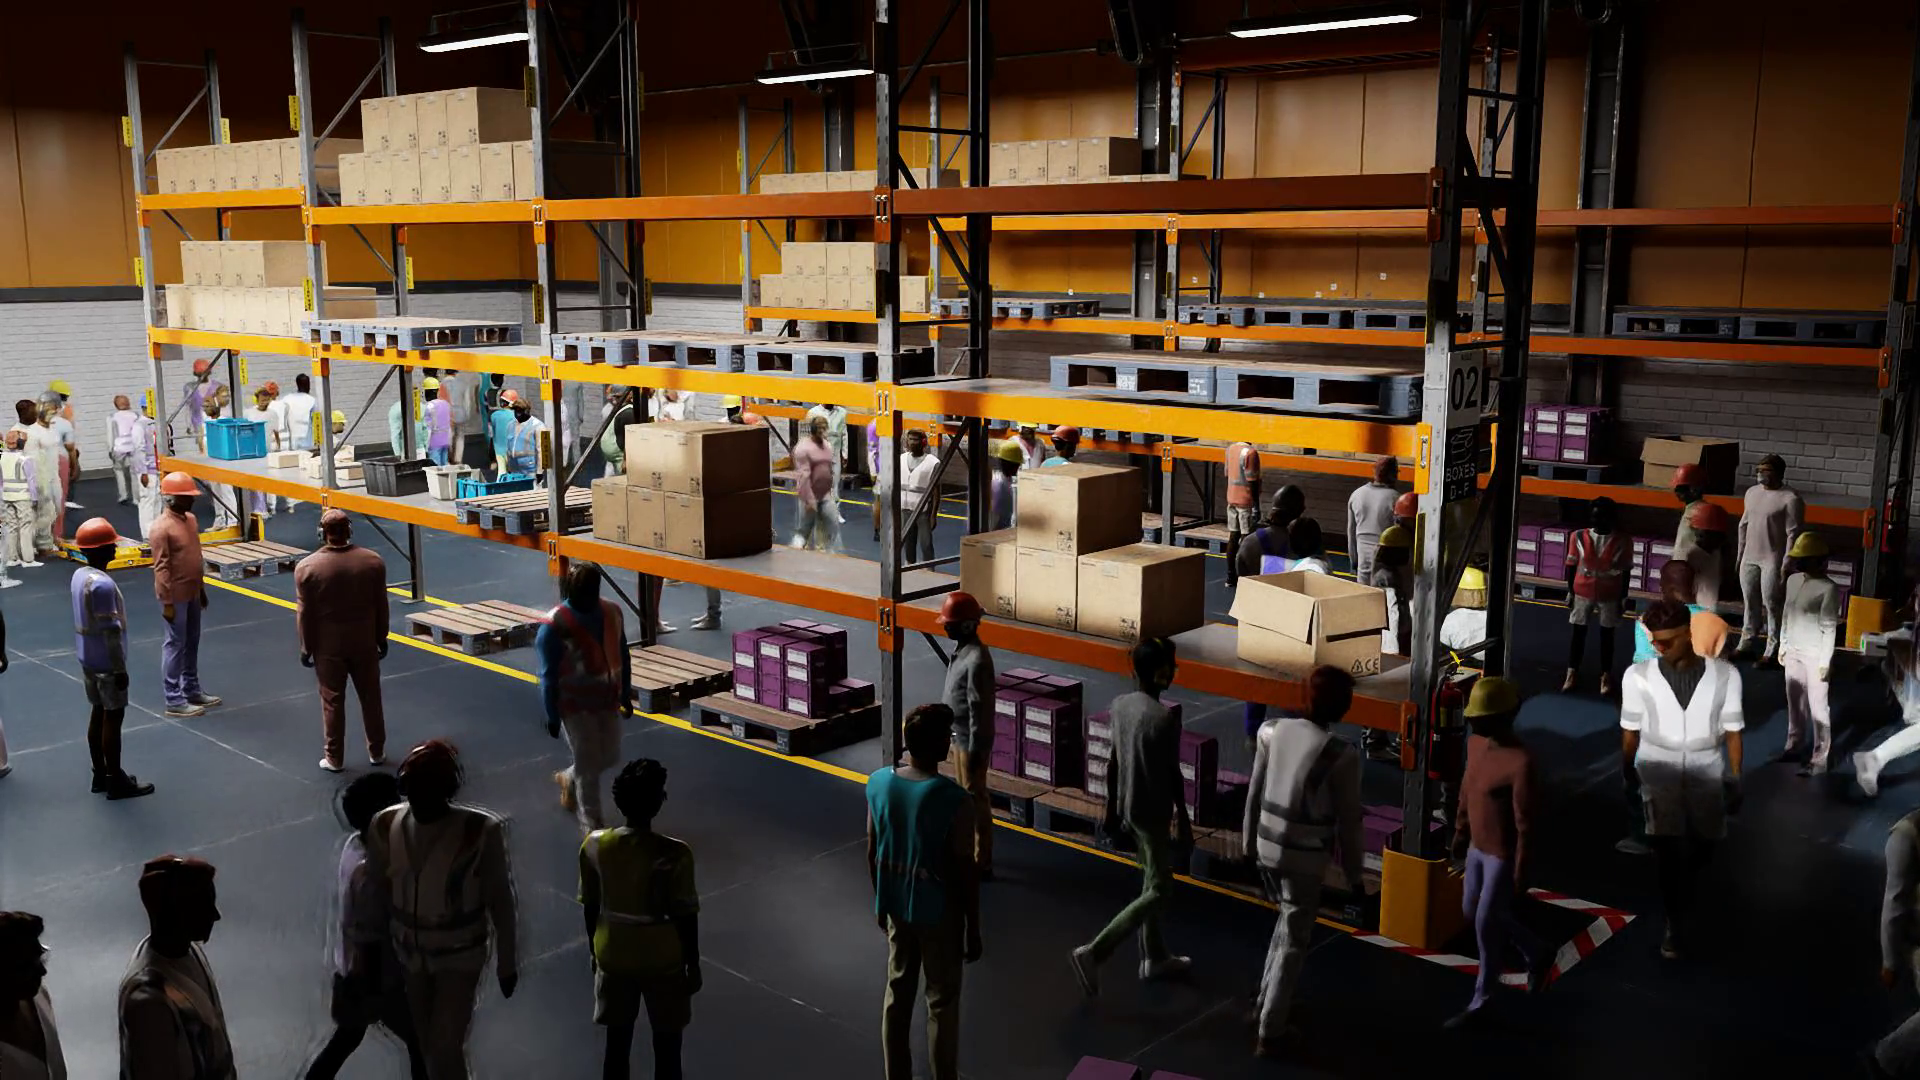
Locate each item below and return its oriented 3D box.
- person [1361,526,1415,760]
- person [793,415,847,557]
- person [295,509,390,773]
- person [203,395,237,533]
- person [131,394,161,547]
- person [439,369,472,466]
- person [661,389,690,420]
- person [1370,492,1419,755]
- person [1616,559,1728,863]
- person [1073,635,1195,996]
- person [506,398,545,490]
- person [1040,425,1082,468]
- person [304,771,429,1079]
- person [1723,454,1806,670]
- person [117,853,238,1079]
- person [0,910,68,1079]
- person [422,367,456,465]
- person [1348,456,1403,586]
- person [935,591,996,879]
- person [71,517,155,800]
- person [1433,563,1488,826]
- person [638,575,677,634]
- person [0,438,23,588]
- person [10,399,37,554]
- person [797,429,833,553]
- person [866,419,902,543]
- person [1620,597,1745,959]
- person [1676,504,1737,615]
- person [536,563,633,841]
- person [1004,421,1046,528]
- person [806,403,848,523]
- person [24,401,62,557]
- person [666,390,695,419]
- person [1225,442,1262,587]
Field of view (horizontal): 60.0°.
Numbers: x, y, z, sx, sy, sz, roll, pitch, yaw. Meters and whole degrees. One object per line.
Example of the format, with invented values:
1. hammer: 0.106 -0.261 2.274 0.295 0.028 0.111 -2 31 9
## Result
1. person: 3.170 0.755 12.299 0.321 1.738 0.487 1 10 5
2. person: -1.539 -0.446 18.619 0.940 1.890 0.640 9 13 40
3. person: -4.442 0.720 11.992 0.640 1.911 0.410 -6 12 -32
4. person: -9.716 -0.980 21.781 0.513 1.845 0.334 6 12 30
5. person: -10.184 -0.887 20.974 0.402 1.943 0.608 0 10 -2
6. person: -8.389 -2.009 27.454 0.661 1.894 0.808 -4 11 -20
7. person: -4.390 -1.553 25.662 0.550 1.615 0.366 -6 12 -30
8. person: 3.302 0.619 12.357 0.616 1.986 0.407 -6 12 -31
9. person: 4.326 1.059 10.152 0.618 1.877 0.615 -1 10 -5
10. person: 0.900 1.392 8.378 0.746 1.840 0.517 -5 11 -28
11. person: -5.587 -0.907 21.399 0.625 1.838 0.429 6 11 29
12. person: 1.032 -0.145 16.544 0.403 2.035 0.605 -5 11 -28
13. person: -2.439 1.756 6.844 0.852 1.663 0.535 -6 12 -31
14. person: 7.220 0.190 14.909 0.373 1.940 0.629 -4 11 -22
15. person: -2.494 1.910 5.360 0.359 1.879 0.586 -3 10 -16
16. person: -2.880 1.993 5.016 0.385 1.838 0.566 -1 10 -7
17. person: -8.331 -1.825 26.382 0.864 1.907 0.697 3 10 17
18. person: 3.814 0.185 15.022 0.407 1.906 0.654 -8 13 -38
19. person: 0.027 1.162 9.965 0.353 1.743 0.568 -2 10 -11
20. person: -5.842 0.808 11.399 0.551 1.942 0.345 9 14 43
21. person: 3.303 1.011 10.846 0.486 1.738 0.315 -1 10 -4
22. person: -3.003 -0.025 16.220 0.411 1.906 0.602 -6 12 -31
23. person: -10.719 -0.305 18.329 0.487 1.708 0.509 10 14 44
24. person: -11.471 -0.774 20.443 0.382 1.912 0.586 -2 10 -12
25. person: -1.719 -0.523 19.795 0.498 1.634 0.281 -9 13 -41
26. person: -0.926 -0.915 21.210 0.387 1.924 0.548 9 14 42
27. person: 3.880 1.243 8.979 0.634 1.928 0.620 3 11 18
28. person: 5.267 0.699 11.993 0.627 1.961 0.546 -9 14 -42
29. person: -2.410 1.018 10.552 0.674 1.825 0.640 8 13 38
30. person: 0.783 -0.634 19.905 0.591 1.823 0.404 -6 12 -29
31. person: -1.807 -1.171 22.679 0.586 1.914 0.399 -5 11 -27
32. person: -11.210 -0.743 20.283 0.550 1.912 0.640 -1 10 -3
33. person: -4.460 -1.811 26.287 0.587 1.914 0.558 0 10 1
34. person: 3.129 -0.421 18.280 0.368 1.966 0.603 -4 11 -19
